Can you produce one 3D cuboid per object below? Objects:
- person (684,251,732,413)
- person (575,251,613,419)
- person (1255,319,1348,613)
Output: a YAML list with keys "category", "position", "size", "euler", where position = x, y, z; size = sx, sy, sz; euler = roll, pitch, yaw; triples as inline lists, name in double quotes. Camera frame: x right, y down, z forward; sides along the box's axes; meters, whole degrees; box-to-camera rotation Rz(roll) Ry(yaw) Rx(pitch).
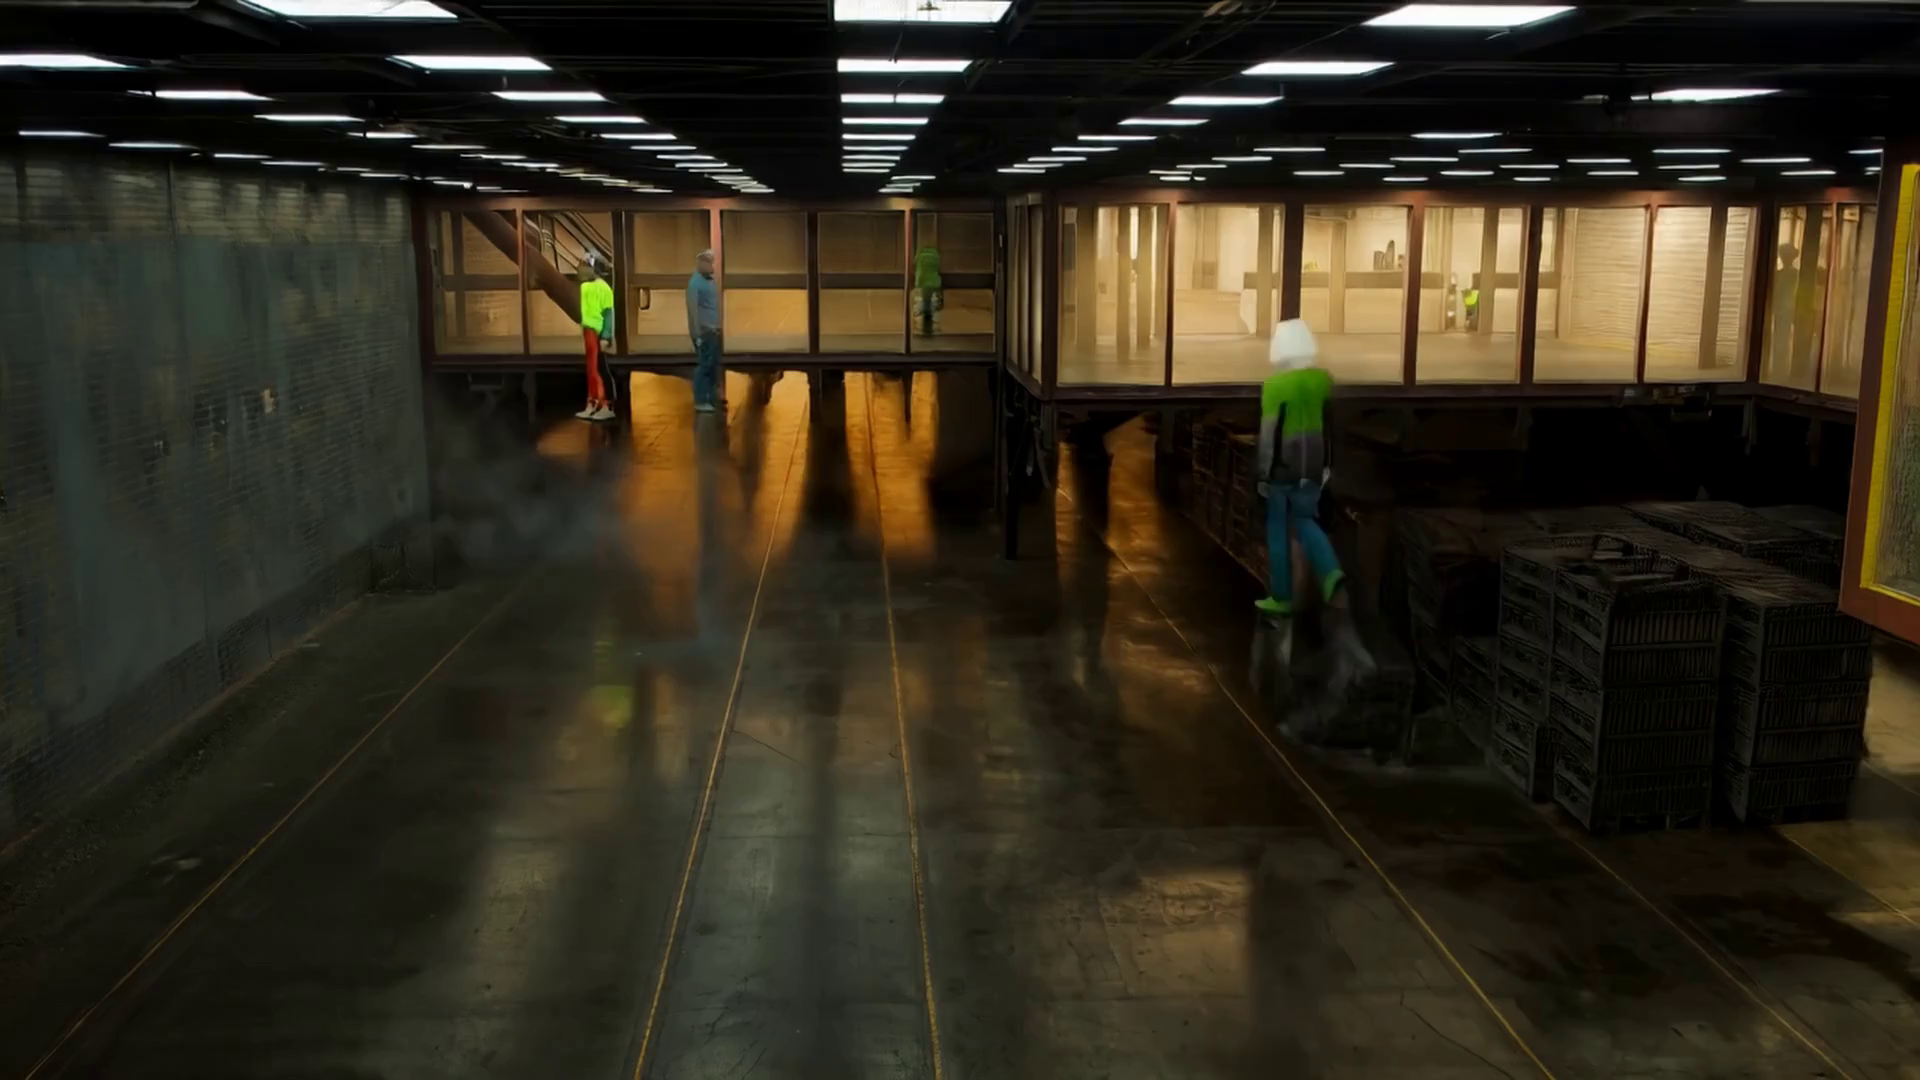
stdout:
- category: "person"
  position: [-2.920, -2.383, 19.160]
  size: [0.432, 1.864, 0.697]
  euler: [4, 11, 21]
- category: "person"
  position: [-4.095, -2.284, 18.605]
  size: [0.520, 1.874, 0.332]
  euler: [9, 14, 41]
- category: "person"
  position: [1.844, -0.381, 8.998]
  size: [0.522, 1.617, 0.478]
  euler: [-7, 12, -32]
